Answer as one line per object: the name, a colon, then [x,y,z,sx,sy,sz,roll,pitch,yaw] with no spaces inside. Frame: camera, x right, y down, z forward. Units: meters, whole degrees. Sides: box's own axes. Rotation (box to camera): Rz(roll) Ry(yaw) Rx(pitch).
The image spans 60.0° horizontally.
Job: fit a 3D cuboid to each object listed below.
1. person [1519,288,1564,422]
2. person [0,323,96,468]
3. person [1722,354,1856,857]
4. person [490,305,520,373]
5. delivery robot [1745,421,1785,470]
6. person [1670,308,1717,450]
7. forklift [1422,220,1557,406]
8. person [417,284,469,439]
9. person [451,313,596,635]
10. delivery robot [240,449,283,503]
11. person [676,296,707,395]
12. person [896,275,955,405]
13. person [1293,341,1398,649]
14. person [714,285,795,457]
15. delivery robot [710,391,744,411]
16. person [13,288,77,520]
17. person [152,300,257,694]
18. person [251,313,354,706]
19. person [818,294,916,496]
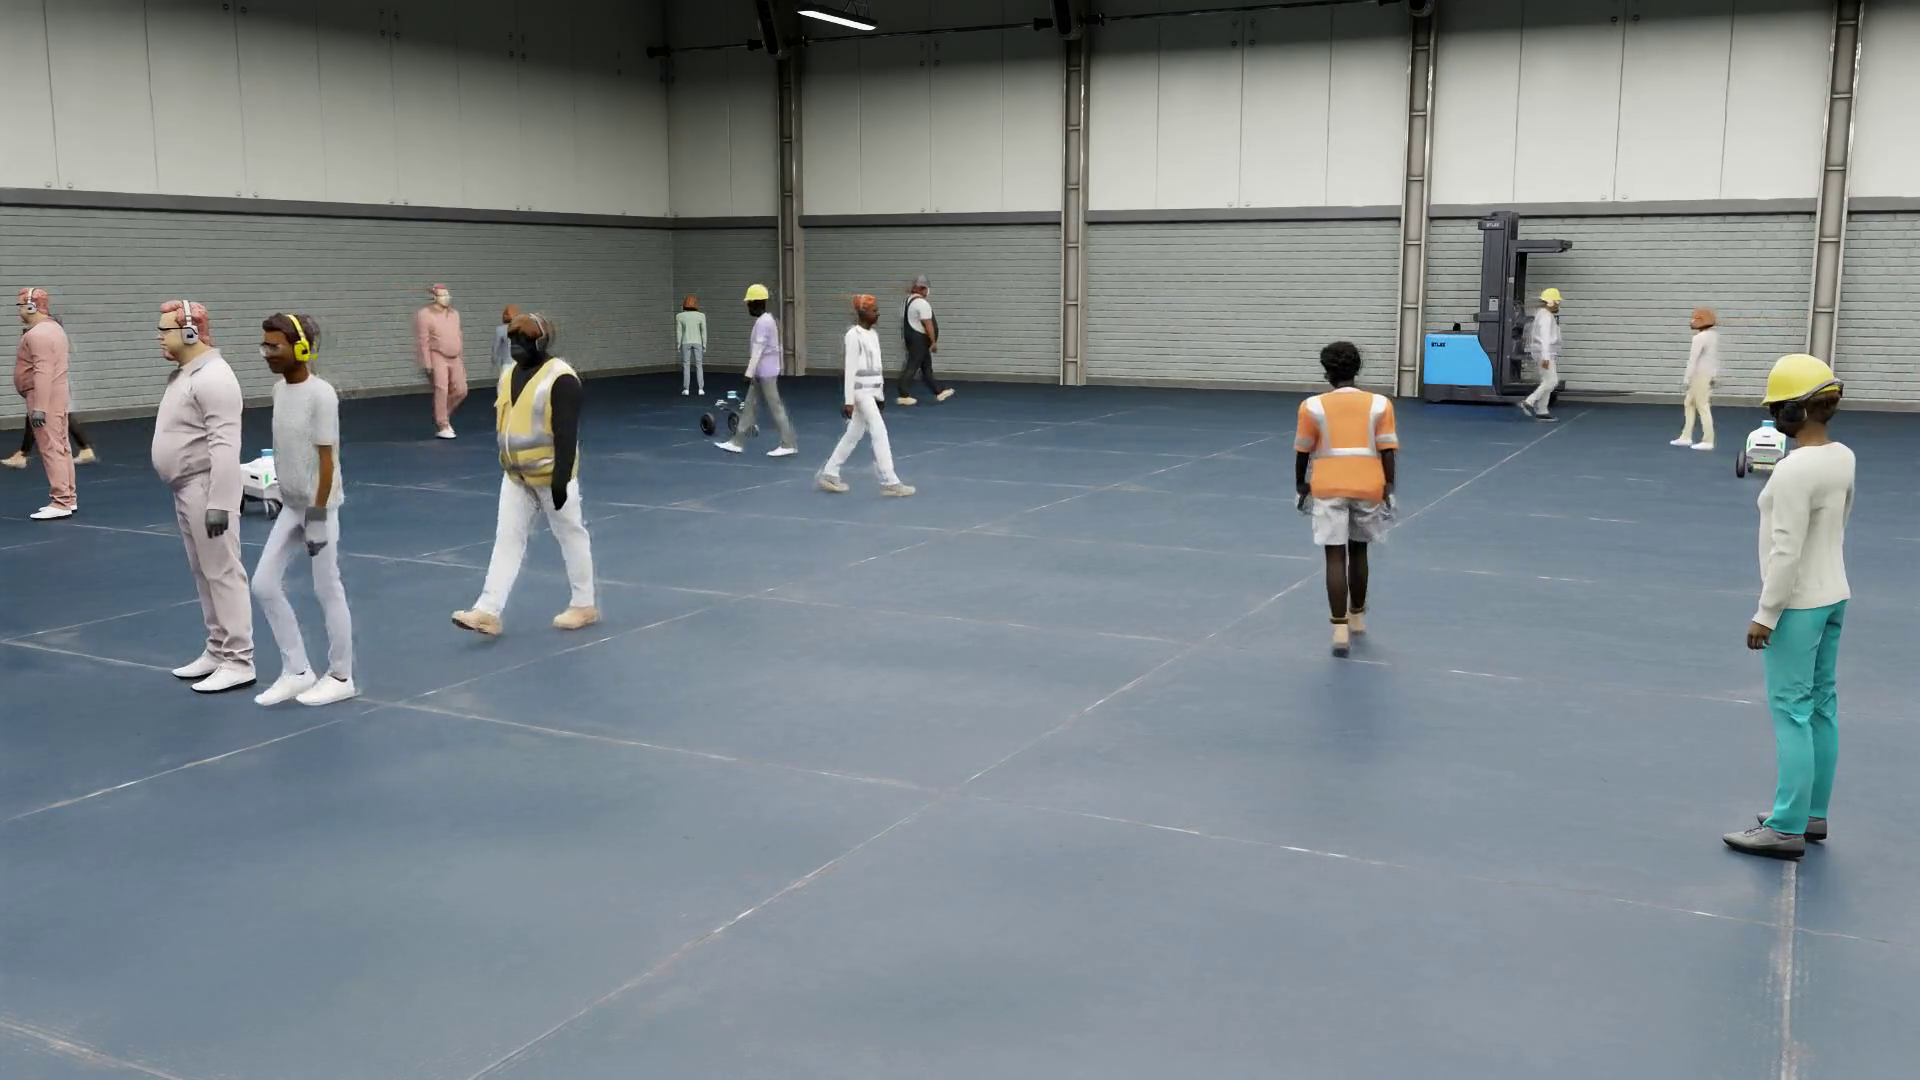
person: [7.950,-2.513,22.603,0.441,1.812,0.611,3,10,17]
person: [-9.575,-1.588,17.419,0.886,1.648,0.547,-4,10,-21]
person: [2.939,0.230,5.872,0.523,1.760,0.327,-8,12,-41]
person: [-5.932,-2.327,22.149,0.513,1.594,0.851,-8,12,-39]
delivery robot: [8.111,-0.957,16.735,0.477,0.478,0.707,5,10,26]
person: [8.432,-1.857,19.151,0.655,1.608,0.535,8,12,42]
forklift: [8.245,-3.527,25.720,1.873,2.768,1.129,5,10,27]
person: [-6.305,-2.184,20.343,0.433,1.888,0.665,5,11,29]
person: [-2.422,-0.352,9.308,0.645,1.798,0.963,6,11,34]
delivery robot: [-5.842,-0.524,14.063,0.477,0.478,0.707,-9,13,-43]
person: [-4.441,-3.217,27.508,0.505,1.633,0.279,-2,10,-15]
person: [-0.548,-3.092,25.619,1.024,2.000,0.704,-3,10,-19]
person: [2.102,-0.255,9.114,0.550,1.654,0.728,1,9,4]
person: [-2.269,-1.851,18.298,0.943,1.881,0.613,-1,9,-9]
delivery robot: [-2.856,-1.746,20.801,0.335,0.223,0.698,-8,12,-41]
person: [-7.613,-1.131,13.809,0.403,1.906,0.652,-3,10,-17]
person: [-3.731,-0.216,8.163,0.401,1.906,0.649,-7,11,-36]
person: [-3.121,-0.124,7.752,0.563,1.850,0.602,7,12,37]
person: [-0.897,-1.339,15.311,0.965,1.840,0.587,2,10,14]
